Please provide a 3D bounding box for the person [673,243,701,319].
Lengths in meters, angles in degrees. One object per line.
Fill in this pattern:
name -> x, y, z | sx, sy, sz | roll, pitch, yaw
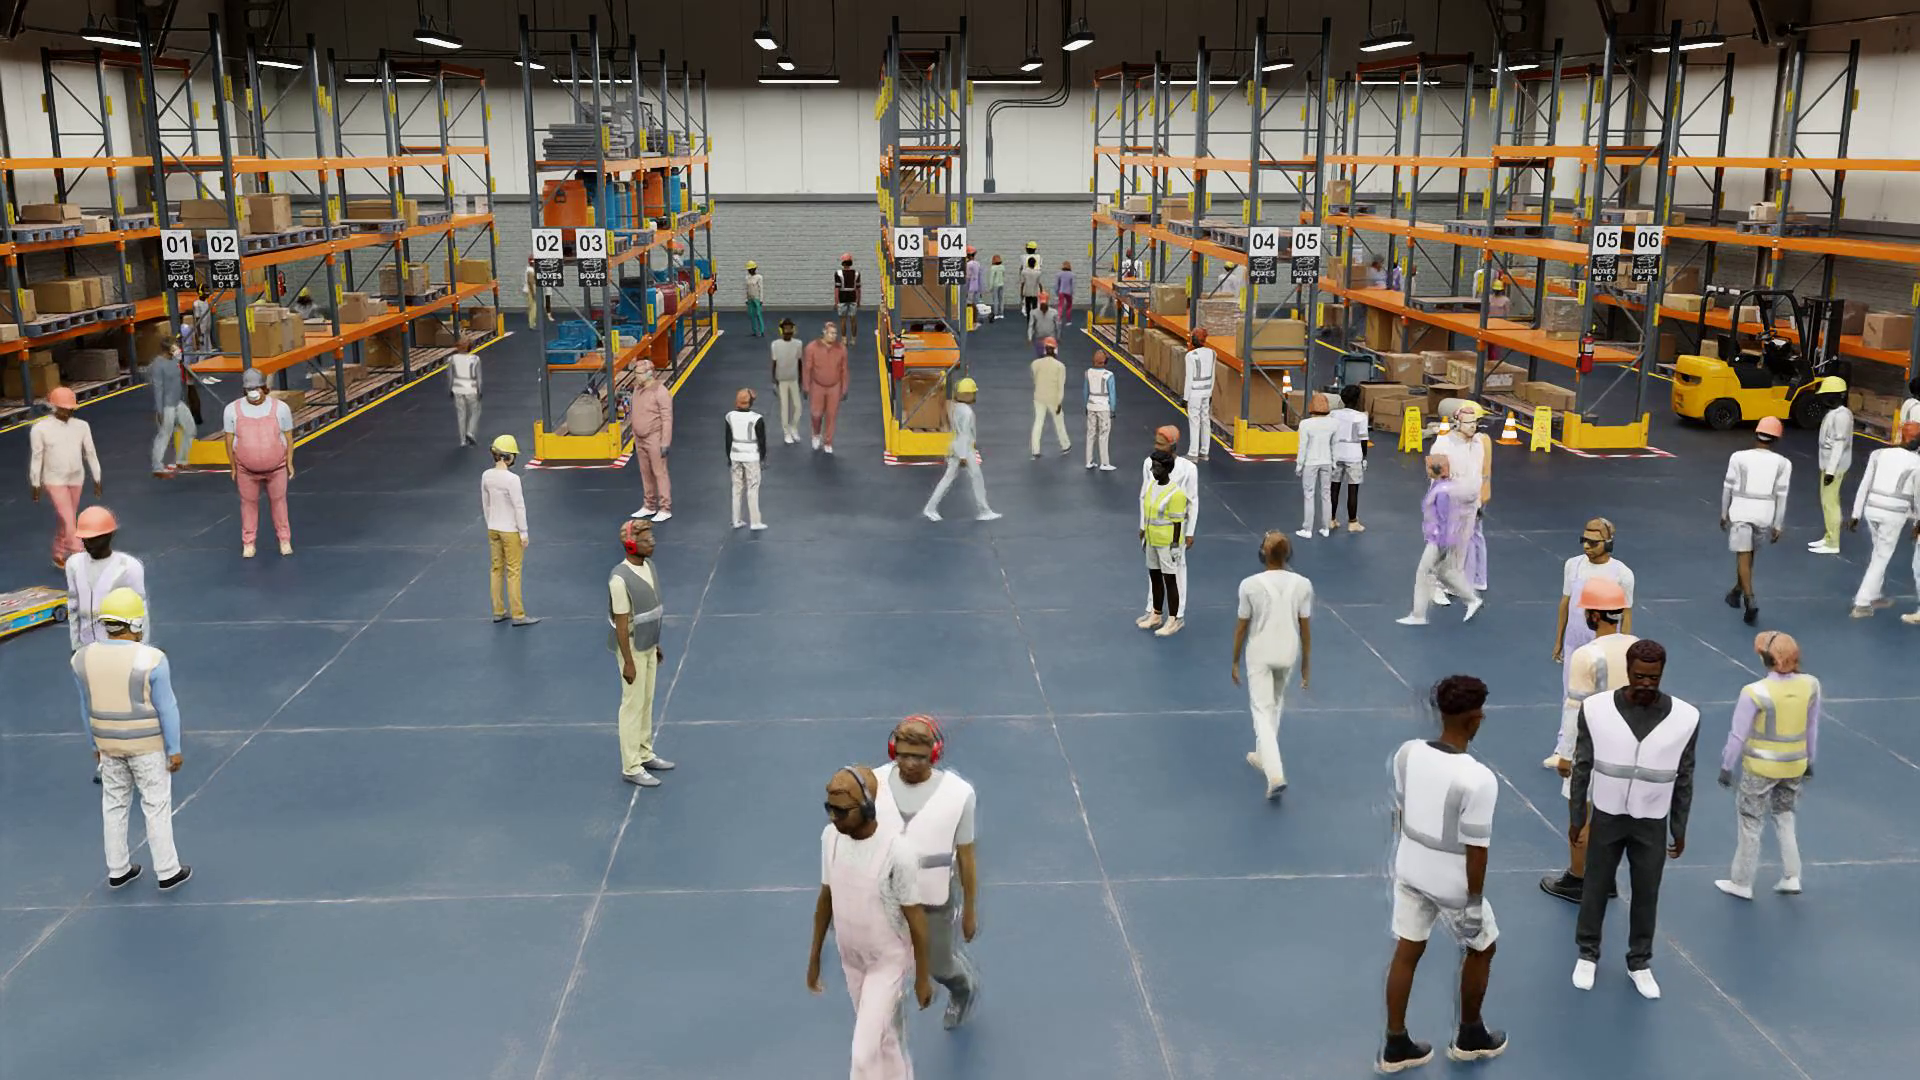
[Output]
person -> -7.052, -6.558, 42.247 | 0.950, 1.950, 0.607 | -5, 14, -21

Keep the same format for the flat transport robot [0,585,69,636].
flat transport robot -> -8.707, 0.685, 15.158 | 0.652, 0.197, 1.431 | 4, 14, 18

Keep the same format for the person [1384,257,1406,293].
person -> 10.152, -5.753, 39.098 | 0.429, 1.837, 0.627 | -9, 16, -34

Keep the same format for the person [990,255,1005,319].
person -> 0.954, -6.484, 42.631 | 0.286, 1.628, 0.506 | 12, 18, 42

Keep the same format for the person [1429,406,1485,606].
person -> 4.792, -0.335, 15.971 | 0.636, 1.911, 0.406 | -8, 15, -30

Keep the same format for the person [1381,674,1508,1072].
person -> 2.345, 1.558, 7.867 | 0.808, 1.934, 0.632 | -8, 15, -29

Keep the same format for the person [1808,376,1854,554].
person -> 9.412, -0.813, 17.992 | 0.407, 1.913, 0.585 | 4, 14, 17

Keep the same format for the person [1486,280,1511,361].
person -> 10.664, -4.306, 33.139 | 0.528, 1.738, 0.753 | 7, 15, 28

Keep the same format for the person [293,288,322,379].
person -> -12.367, -3.929, 31.560 | 0.507, 1.729, 0.403 | 0, 13, -1

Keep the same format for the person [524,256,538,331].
person -> -10.202, -5.915, 39.836 | 0.409, 1.805, 0.745 | 0, 13, 0

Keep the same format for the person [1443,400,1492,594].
person -> 4.981, -0.410, 16.288 | 0.406, 1.914, 0.589 | 10, 17, 37

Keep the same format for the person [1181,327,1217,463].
person -> 3.313, -2.020, 23.161 | 0.579, 1.884, 0.352 | -11, 17, -40

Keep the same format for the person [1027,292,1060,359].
person -> 1.556, -3.767, 30.964 | 0.585, 1.704, 0.912 | 1, 13, 5

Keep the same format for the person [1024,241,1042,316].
person -> 1.890, -6.796, 43.295 | 0.358, 1.930, 0.588 | 11, 17, 40

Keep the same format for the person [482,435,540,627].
person -> -4.141, -0.086, 15.241 | 0.523, 1.760, 0.324 | 9, 16, 35

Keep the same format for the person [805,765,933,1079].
person -> -0.467, 1.833, 6.992 | 0.530, 1.811, 0.837 | 12, 18, 41

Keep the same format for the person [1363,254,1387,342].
person -> 9.286, -5.340, 36.889 | 0.692, 2.000, 0.690 | 8, 15, 30

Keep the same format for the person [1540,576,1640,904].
person -> 3.666, 1.156, 9.622 | 0.545, 1.928, 0.390 | -7, 15, -27

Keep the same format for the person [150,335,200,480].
person -> -10.402, -1.748, 21.962 | 0.671, 1.903, 0.665 | 0, 13, -1

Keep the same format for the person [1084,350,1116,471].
person -> 1.898, -1.758, 22.579 | 0.522, 1.637, 0.306 | 12, 18, 42

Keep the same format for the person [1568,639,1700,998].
person -> 3.440, 1.414, 8.559 | 0.586, 1.912, 0.383 | 4, 14, 17

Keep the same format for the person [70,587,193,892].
person -> -4.850, 1.176, 9.770 | 0.591, 1.821, 0.403 | 2, 13, 7

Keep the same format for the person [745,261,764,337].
person -> -4.768, -5.569, 38.478 | 0.528, 1.759, 0.342 | 9, 16, 34

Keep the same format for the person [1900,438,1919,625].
person -> 8.814, -0.054, 15.012 | 0.387, 1.811, 0.701 | 3, 14, 13

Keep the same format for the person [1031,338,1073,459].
person -> 1.281, -2.014, 23.561 | 0.542, 1.686, 0.900 | 7, 15, 28

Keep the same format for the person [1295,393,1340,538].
person -> 4.005, -0.835, 18.676 | 0.509, 1.632, 0.269 | -4, 14, -15

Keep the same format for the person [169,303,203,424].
person -> -12.269, -2.780, 26.270 | 0.378, 1.932, 0.551 | -10, 16, -36

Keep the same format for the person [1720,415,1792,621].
person -> 7.409, -0.209, 15.479 | 0.549, 1.895, 0.942 | 3, 14, 11

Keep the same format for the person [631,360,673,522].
person -> -3.643, -1.165, 19.497 | 0.648, 1.904, 0.401 | 12, 18, 42

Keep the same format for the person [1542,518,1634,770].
person -> 4.368, 0.745, 11.529 | 0.330, 1.844, 0.520 | -11, 17, -40

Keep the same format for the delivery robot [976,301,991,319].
delivery robot -> 0.511, -5.693, 41.366 | 0.477, 0.478, 0.707 | 5, 14, 19

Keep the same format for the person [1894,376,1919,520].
person -> 11.243, -1.101, 19.670 | 0.317, 1.695, 0.540 | 4, 14, 15

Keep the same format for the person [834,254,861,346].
person -> -2.492, -5.301, 36.802 | 0.632, 2.017, 0.508 | -6, 14, -23

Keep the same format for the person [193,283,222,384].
person -> -14.000, -3.820, 30.847 | 0.329, 1.861, 0.509 | 0, 13, -2

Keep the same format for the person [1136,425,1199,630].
person -> 1.879, -0.113, 15.088 | 0.576, 1.881, 0.352 | 11, 17, 40

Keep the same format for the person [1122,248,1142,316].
person -> 4.228, -6.282, 41.217 | 0.575, 1.884, 0.355 | -3, 14, -12

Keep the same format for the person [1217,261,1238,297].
person -> 6.185, -5.563, 38.421 | 0.526, 1.769, 0.328 | 11, 17, 38

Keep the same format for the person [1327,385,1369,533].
person -> 4.403, -0.924, 18.928 | 0.532, 1.692, 0.320 | 11, 17, 40

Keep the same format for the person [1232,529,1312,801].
person -> 2.130, 0.829, 11.271 | 0.515, 1.813, 0.921 | -2, 13, -8

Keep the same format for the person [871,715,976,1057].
person -> -0.165, 1.639, 7.834 | 0.563, 1.806, 0.851 | 5, 14, 19

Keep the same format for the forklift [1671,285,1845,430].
forklift -> 12.503, -2.886, 26.166 | 2.313, 2.155, 1.214 | -1, 13, -3

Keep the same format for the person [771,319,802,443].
person -> -2.553, -2.342, 24.588 | 0.524, 1.854, 0.421 | -5, 14, -19

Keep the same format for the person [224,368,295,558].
person -> -7.460, -0.828, 17.775 | 0.683, 2.000, 0.536 | -5, 14, -21

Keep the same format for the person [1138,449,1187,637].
person -> 1.818, 0.019, 14.944 | 0.319, 1.694, 0.533 | -7, 15, -28

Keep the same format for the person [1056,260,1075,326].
person -> 2.563, -6.040, 40.771 | 0.502, 1.611, 0.698 | 5, 14, 19

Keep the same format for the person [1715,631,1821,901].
person -> 4.657, 1.312, 9.582 | 0.560, 1.632, 0.372 | -3, 14, -12

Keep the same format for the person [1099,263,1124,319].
person -> 3.727, -5.918, 40.312 | 0.895, 1.585, 0.537 | 0, 13, 0

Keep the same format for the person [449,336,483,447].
person -> -7.220, -2.168, 24.335 | 0.535, 1.624, 0.362 | 1, 13, 4

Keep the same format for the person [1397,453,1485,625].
person -> 4.449, -0.001, 15.207 | 0.722, 1.609, 0.539 | 3, 14, 13

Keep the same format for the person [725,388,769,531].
person -> -2.446, -0.916, 19.012 | 0.520, 1.638, 0.312 | 7, 15, 26

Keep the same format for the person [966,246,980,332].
person -> 0.245, -5.982, 39.637 | 0.395, 2.036, 0.601 | 5, 14, 20

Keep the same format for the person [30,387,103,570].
person -> -9.112, -0.598, 17.030 | 1.059, 1.925, 0.630 | 8, 15, 30

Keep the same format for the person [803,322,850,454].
person -> -1.904, -2.174, 23.793 | 0.663, 1.888, 0.405 | -3, 14, -12

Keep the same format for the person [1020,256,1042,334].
person -> 1.658, -5.689, 38.801 | 0.525, 1.841, 0.705 | 2, 13, 8

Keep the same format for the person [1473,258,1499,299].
person -> 12.304, -5.738, 39.027 | 0.595, 1.828, 0.403 | 0, 13, -2

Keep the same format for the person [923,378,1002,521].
person -> -0.002, -1.051, 19.455 | 0.916, 1.699, 0.497 | -5, 14, -19

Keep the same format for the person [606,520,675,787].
person -> -2.222, 0.761, 11.453 | 0.388, 1.849, 0.565 | 2, 13, 9

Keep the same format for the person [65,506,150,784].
person -> -5.926, 0.676, 11.680 | 0.553, 1.920, 0.794 | 2, 13, 10

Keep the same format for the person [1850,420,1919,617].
person -> 8.683, -0.198, 15.509 | 0.780, 1.846, 0.589 | -6, 14, -22
